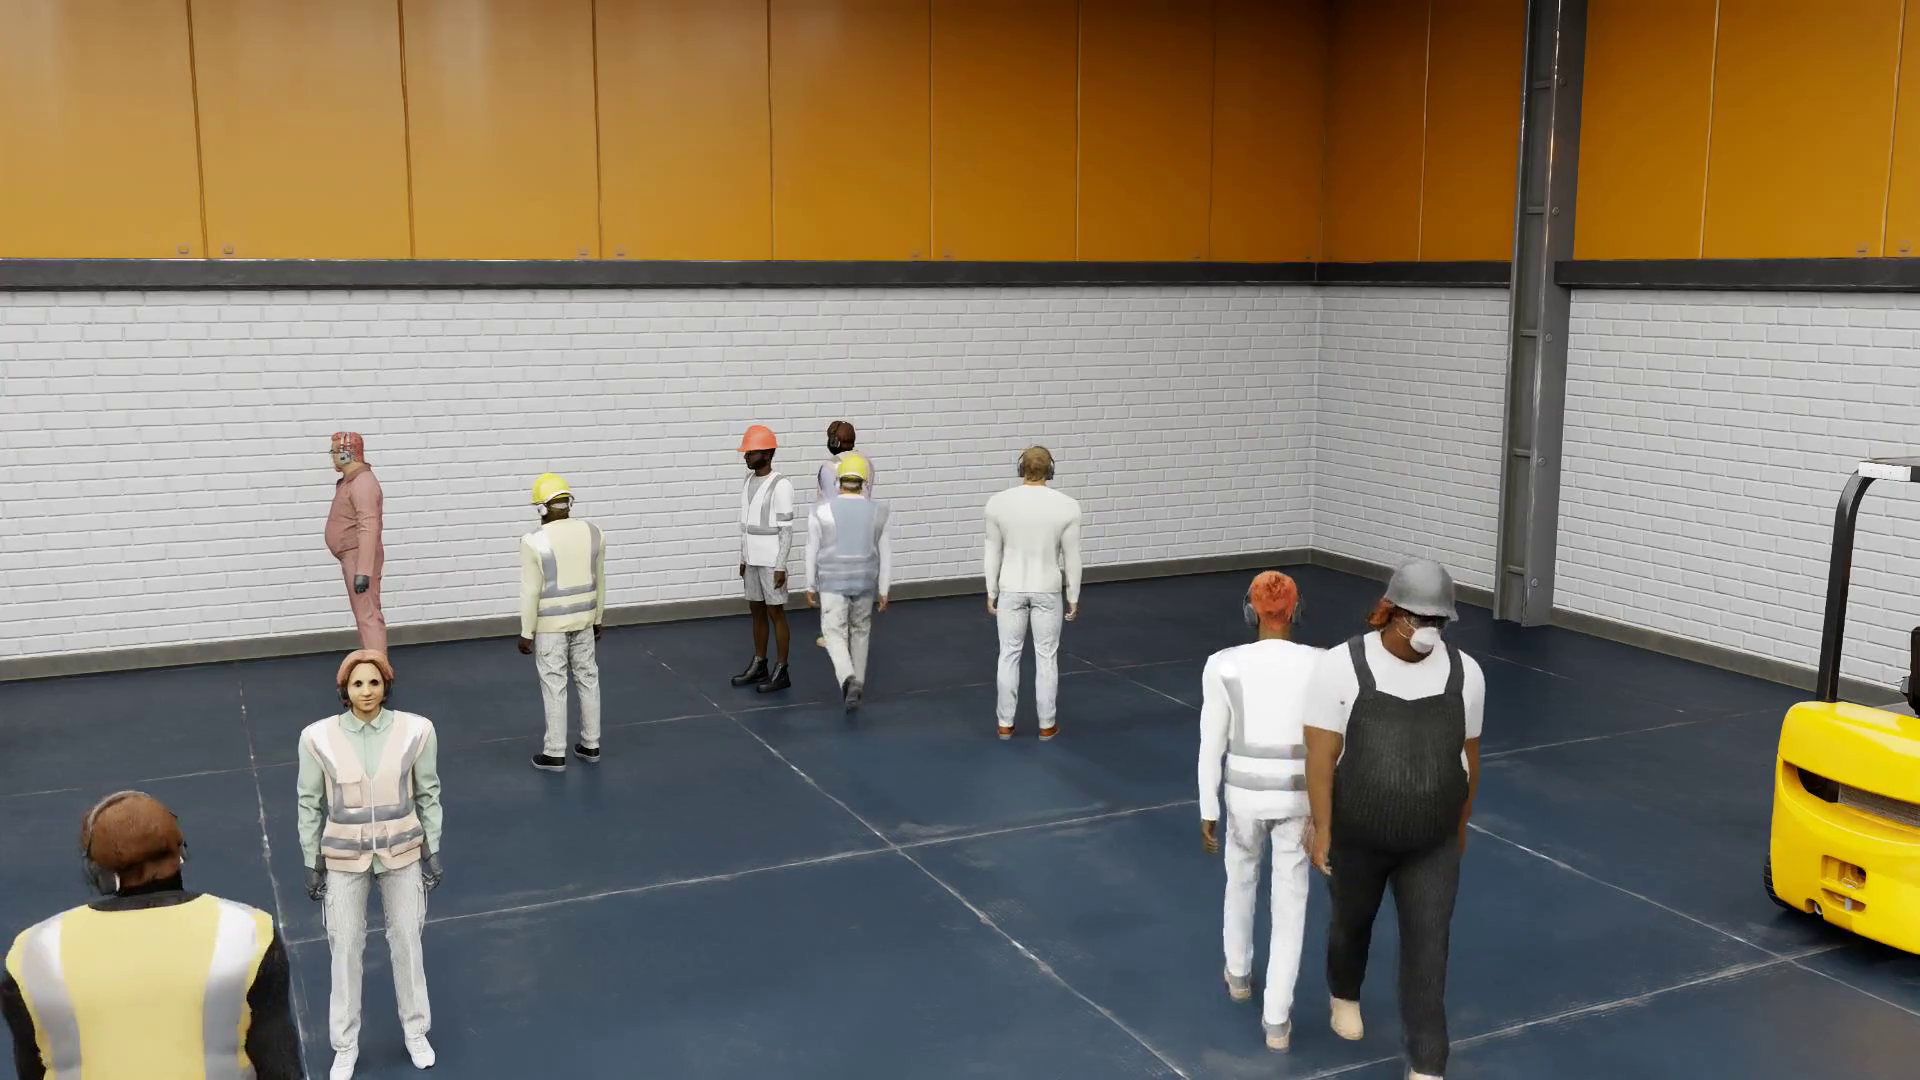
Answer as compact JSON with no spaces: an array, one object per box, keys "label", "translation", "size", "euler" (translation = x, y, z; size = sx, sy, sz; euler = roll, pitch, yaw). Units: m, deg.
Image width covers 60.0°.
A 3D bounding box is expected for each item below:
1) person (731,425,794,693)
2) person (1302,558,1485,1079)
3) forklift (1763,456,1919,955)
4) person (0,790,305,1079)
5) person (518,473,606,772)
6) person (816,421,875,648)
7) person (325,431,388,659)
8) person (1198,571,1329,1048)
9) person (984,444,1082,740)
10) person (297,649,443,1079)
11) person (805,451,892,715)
[{"label":"person","translation":[-1.434,0.133,12.062],"size":[0.357,1.938,0.542],"euler":[-8,12,-42]},{"label":"person","translation":[1.636,1.011,6.296],"size":[0.684,2.000,0.941],"euler":[1,9,5]},{"label":"forklift","translation":[4.857,0.731,7.561],"size":[2.313,2.155,1.214],"euler":[-4,10,-25]},{"label":"person","translation":[-1.913,1.499,4.030],"size":[0.641,1.819,0.455],"euler":[-3,10,-17]},{"label":"person","translation":[-2.439,0.497,10.159],"size":[0.403,1.823,0.588],"euler":[9,13,43]},{"label":"person","translation":[-0.959,-0.048,13.482],"size":[0.429,1.844,0.622],"euler":[5,11,30]},{"label":"person","translation":[-4.334,0.170,11.936],"size":[0.401,1.904,0.649],"euler":[-4,10,-23]},{"label":"person","translation":[1.268,1.034,6.749],"size":[0.583,1.849,0.853],"euler":[2,9,11]},{"label":"person","translation":[0.470,0.348,10.769],"size":[0.636,1.934,0.380],"euler":[1,9,6]},{"label":"person","translation":[-2.215,1.211,6.282],"size":[0.515,1.645,0.309],"euler":[-4,10,-22]},{"label":"person","translation":[-0.753,0.299,11.433],"size":[0.599,1.808,0.727],"euler":[-3,10,-17]}]
